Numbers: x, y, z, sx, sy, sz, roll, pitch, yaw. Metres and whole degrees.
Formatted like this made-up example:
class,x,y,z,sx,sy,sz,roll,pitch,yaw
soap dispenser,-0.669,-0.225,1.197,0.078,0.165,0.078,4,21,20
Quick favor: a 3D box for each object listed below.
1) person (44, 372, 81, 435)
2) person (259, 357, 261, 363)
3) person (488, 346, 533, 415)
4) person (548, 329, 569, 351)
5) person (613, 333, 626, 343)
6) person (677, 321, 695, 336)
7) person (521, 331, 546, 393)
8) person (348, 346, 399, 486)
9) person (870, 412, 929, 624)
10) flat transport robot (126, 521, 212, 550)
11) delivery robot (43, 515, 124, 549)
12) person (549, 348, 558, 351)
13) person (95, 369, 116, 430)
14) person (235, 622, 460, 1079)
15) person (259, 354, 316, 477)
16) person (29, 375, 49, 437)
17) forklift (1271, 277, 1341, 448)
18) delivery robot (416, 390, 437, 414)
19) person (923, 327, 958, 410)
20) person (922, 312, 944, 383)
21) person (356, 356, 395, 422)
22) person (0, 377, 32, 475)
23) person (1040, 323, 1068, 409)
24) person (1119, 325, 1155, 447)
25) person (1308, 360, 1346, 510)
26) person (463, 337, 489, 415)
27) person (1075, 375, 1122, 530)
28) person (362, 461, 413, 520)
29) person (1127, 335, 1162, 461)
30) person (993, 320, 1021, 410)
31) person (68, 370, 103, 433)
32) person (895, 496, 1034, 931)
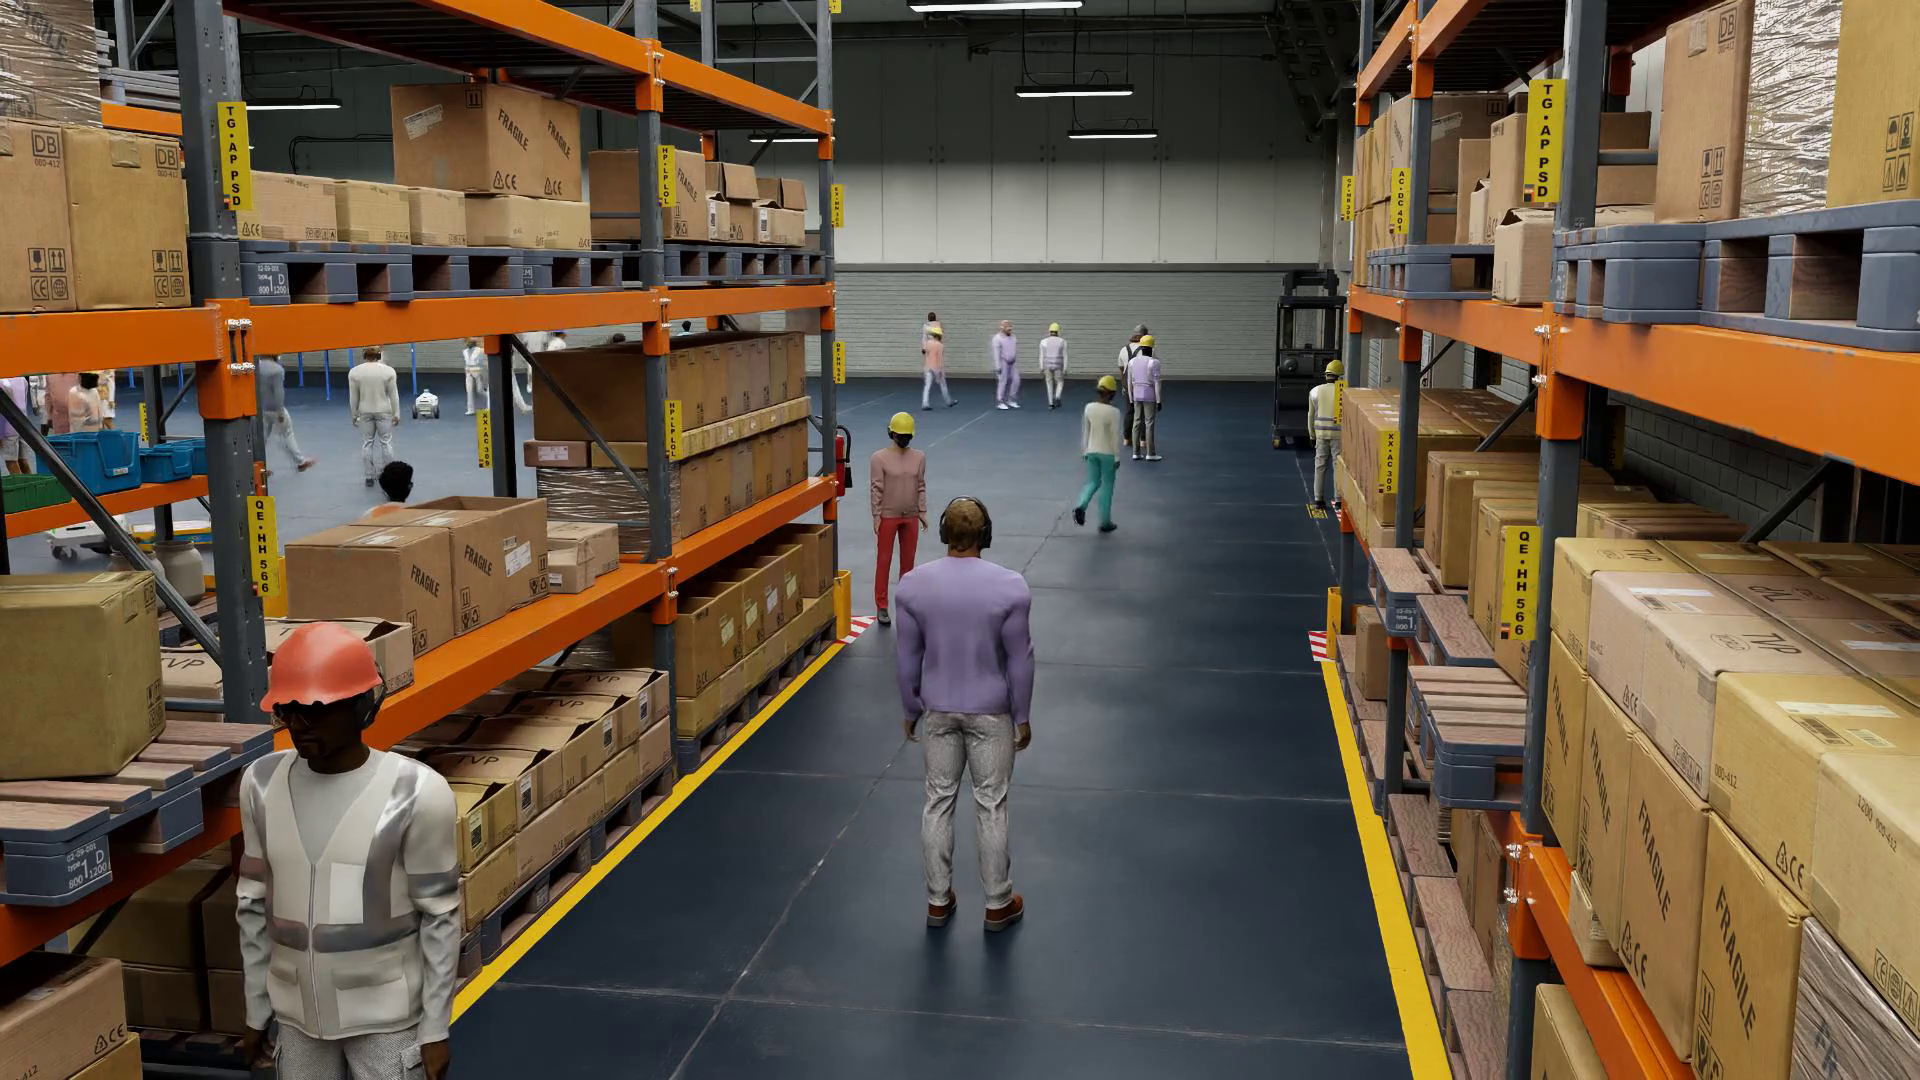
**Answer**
class,x,y,z,sx,sy,sz,roll,pitch,yaw
person,-12.125,-1.687,22.637,0.642,1.908,0.407,-1,9,-3
person,-13.236,-2.970,30.729,0.658,1.852,1.013,-1,9,-5
person,-9.157,-3.390,33.551,0.620,1.783,1.011,7,12,38
person,-7.761,-3.258,32.367,0.988,1.894,0.629,-8,12,-40
person,-5.600,-2.453,27.358,0.450,1.904,0.619,-6,11,-33
person,-6.672,-4.517,40.736,0.533,1.697,0.318,0,9,1
person,-10.011,-4.325,39.104,0.602,1.838,0.466,-4,10,-24
person,-7.984,-1.714,22.704,0.635,1.937,0.355,-2,9,-12
person,-0.498,-0.189,13.854,0.523,1.760,0.325,-5,11,-30
flat transport robot,-8.233,-0.065,17.794,1.431,0.197,0.652,-5,10,-27
delivery robot,-8.943,-0.119,16.964,0.477,0.478,0.707,9,13,44
person,-5.110,-1.502,21.417,0.510,1.927,0.543,-5,10,-28
person,-13.356,-2.218,25.846,0.546,1.932,0.365,4,10,24
person,-1.596,1.214,4.326,0.606,2.044,0.374,1,9,9
person,-9.755,-1.869,23.792,0.659,1.889,0.990,5,11,30
person,-13.538,-2.053,24.801,0.550,1.933,0.373,-8,12,-41
forklift,5.847,-3.016,27.970,1.129,2.768,1.873,1,9,9
delivery robot,-10.666,-2.763,33.254,0.477,0.478,0.707,-1,9,-10
person,-0.449,-3.609,35.050,0.910,1.711,0.538,-9,13,-43
person,-0.723,-5.022,43.409,0.630,1.839,0.429,-6,11,-32
person,-11.306,-3.080,32.172,0.861,1.600,0.506,3,10,20
person,-11.323,-1.291,19.799,0.393,2.036,0.605,0,9,-1
person,1.987,-3.676,35.186,0.594,1.818,0.414,2,9,11
person,3.025,-2.582,27.875,0.677,2.000,0.535,8,12,40
person,4.579,-1.294,20.438,0.600,1.829,0.404,6,11,34
person,-9.849,-3.368,33.879,0.513,1.614,0.668,3,10,19
person,1.573,-0.972,18.678,0.470,1.750,0.550,-9,13,-44
person,-3.763,0.296,11.156,0.530,1.661,0.846,3,10,19
person,2.864,-2.193,25.687,0.586,1.928,0.369,7,12,38
person,1.035,-3.676,34.971,0.671,1.880,0.632,-9,13,-44
person,-10.140,-1.166,19.409,0.508,1.909,0.589,0,9,1
person,0.026,0.766,7.403,0.627,1.941,0.372,3,10,16
